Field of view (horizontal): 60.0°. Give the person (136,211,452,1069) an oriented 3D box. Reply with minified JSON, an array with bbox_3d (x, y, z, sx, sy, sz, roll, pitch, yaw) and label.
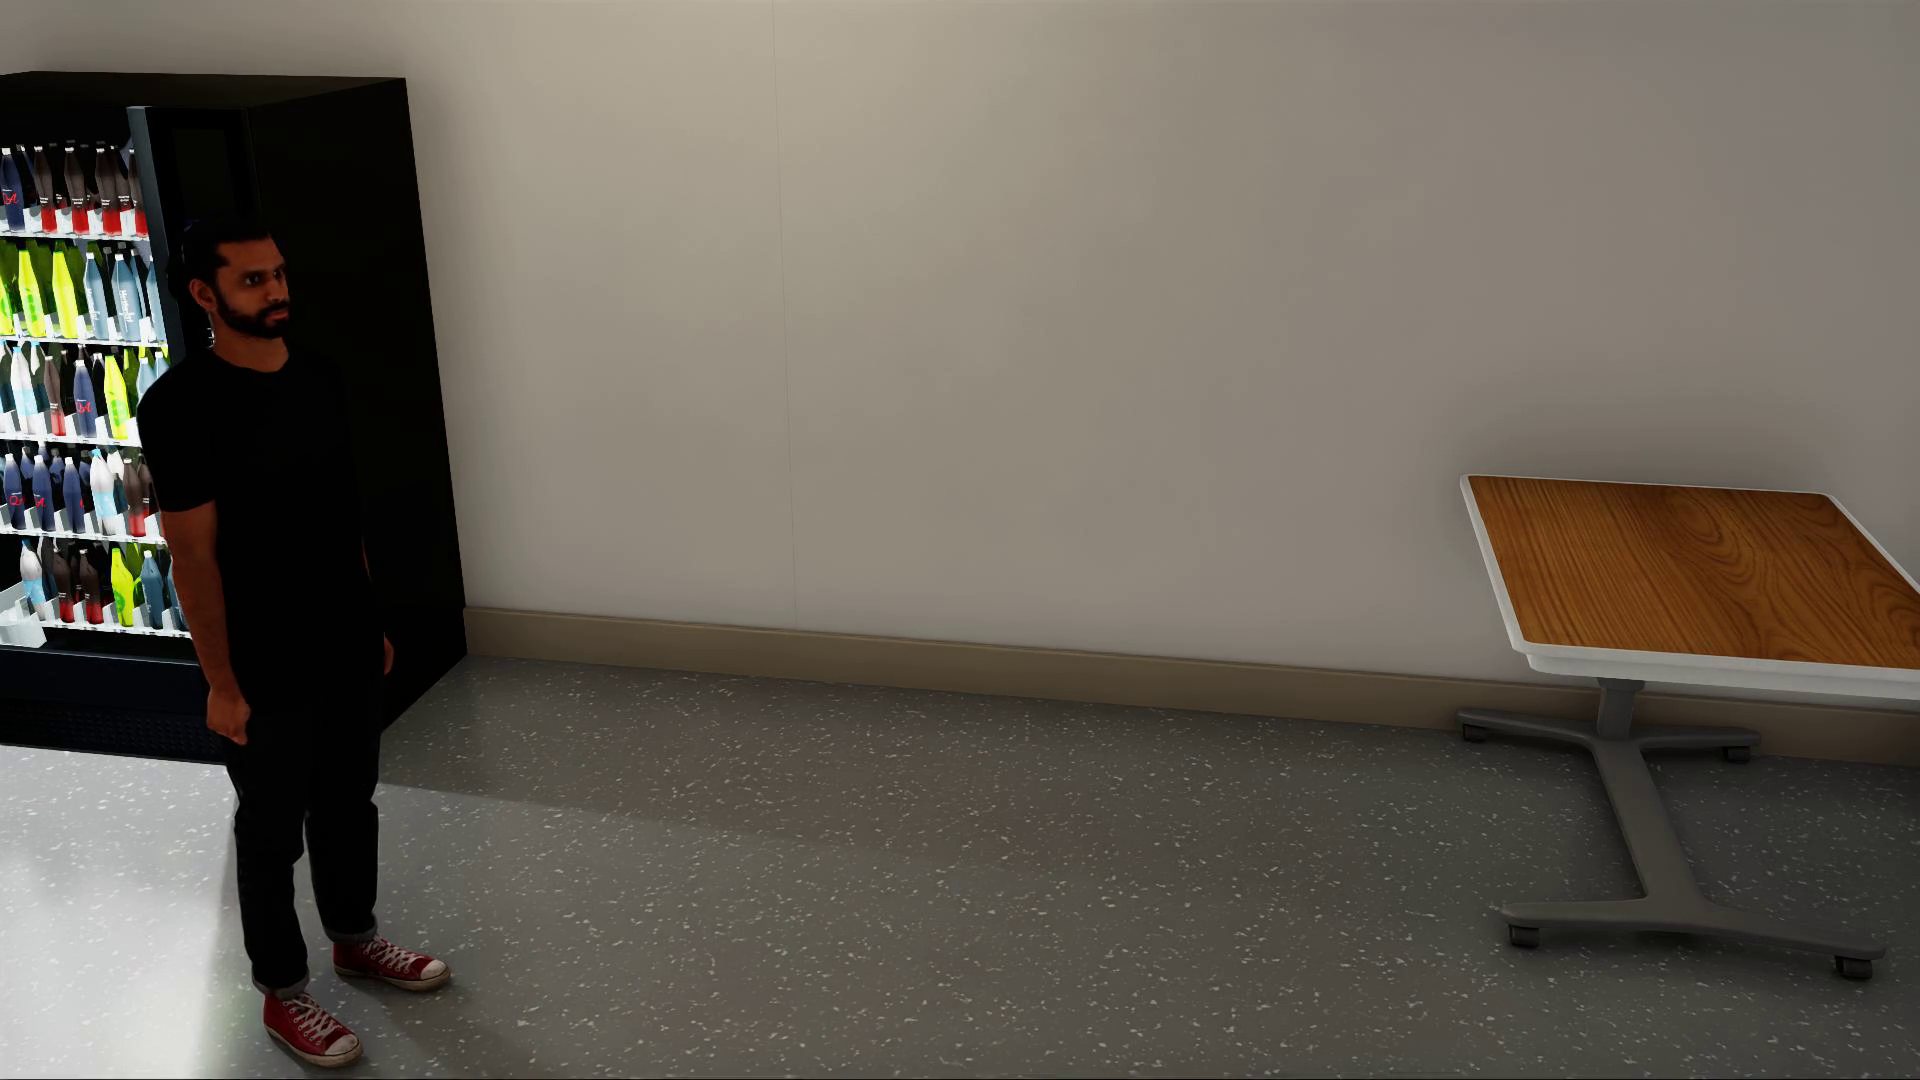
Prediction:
[{"bbox_3d":[-1.375,0.211,3.406,0.641,1.758,0.674,8,22,21],"label":"person"}]
